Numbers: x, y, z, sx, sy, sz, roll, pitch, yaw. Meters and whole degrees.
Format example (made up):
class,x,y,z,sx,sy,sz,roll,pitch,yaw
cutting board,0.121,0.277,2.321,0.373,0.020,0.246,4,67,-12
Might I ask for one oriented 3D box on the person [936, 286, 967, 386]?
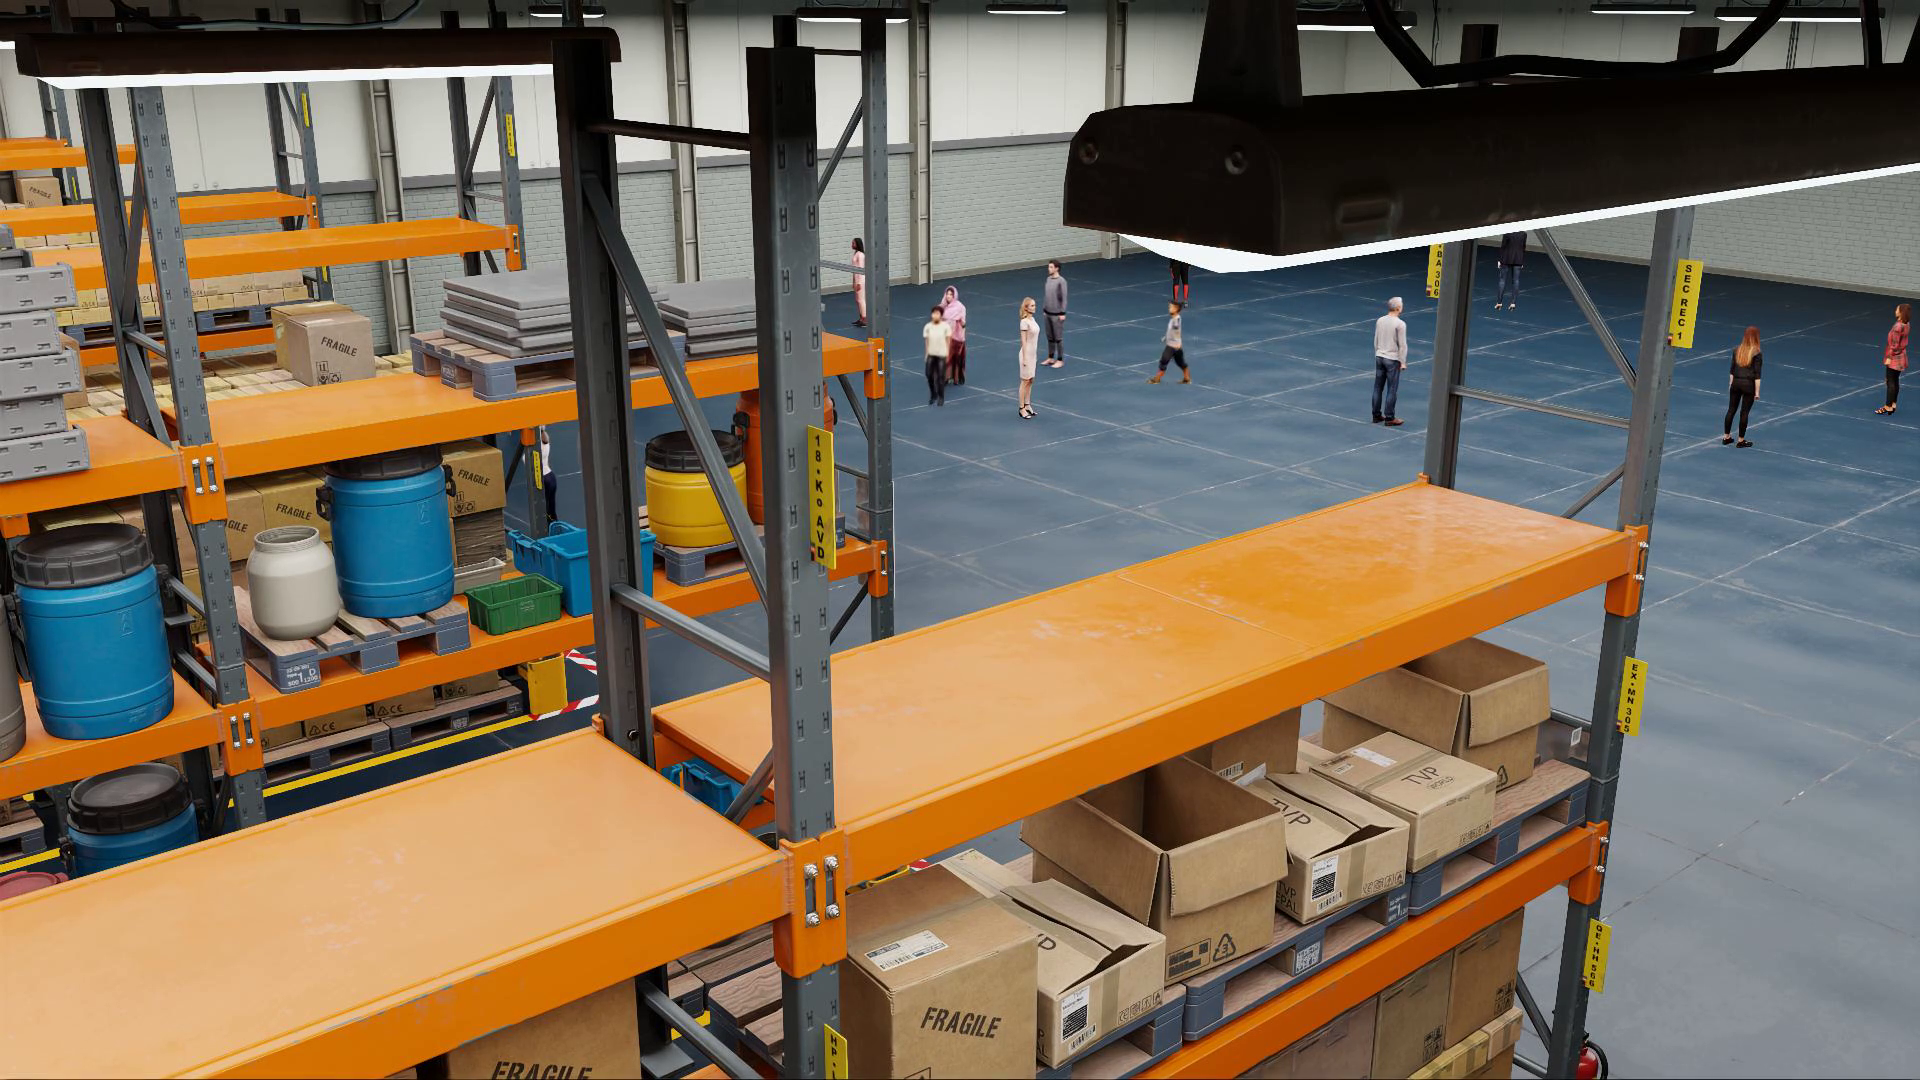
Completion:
class,x,y,z,sx,sy,sz,roll,pitch,yaw
person,-0.142,-3.369,27.376,0.760,1.637,0.809,3,18,8

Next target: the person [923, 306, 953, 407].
class,x,y,z,sx,sy,sz,roll,pitch,yaw
person,-0.337,-2.879,25.969,0.705,1.577,0.747,4,18,11

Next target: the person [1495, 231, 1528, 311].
class,x,y,z,sx,sy,sz,roll,pitch,yaw
person,10.143,-5.136,30.704,0.823,1.783,0.795,1,18,3

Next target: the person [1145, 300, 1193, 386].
class,x,y,z,sx,sy,sz,roll,pitch,yaw
person,3.602,-3.288,27.479,1.065,1.419,0.957,0,18,0

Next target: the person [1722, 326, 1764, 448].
class,x,y,z,sx,sy,sz,roll,pitch,yaw
person,11.115,-2.183,23.612,0.549,1.713,0.616,-12,21,-32

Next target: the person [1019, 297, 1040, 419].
class,x,y,z,sx,sy,sz,roll,pitch,yaw
person,1.022,-2.775,25.238,0.693,1.831,0.558,9,20,26

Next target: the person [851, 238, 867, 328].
class,x,y,z,sx,sy,sz,roll,pitch,yaw
person,-1.949,-5.005,32.269,0.644,1.718,0.670,-6,19,-17

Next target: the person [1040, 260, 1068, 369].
class,x,y,z,sx,sy,sz,roll,pitch,yaw
person,1.642,-3.937,28.789,0.545,1.843,0.701,-13,22,-34

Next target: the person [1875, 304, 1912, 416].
class,x,y,z,sx,sy,sz,roll,pitch,yaw
person,14.308,-2.774,25.442,0.694,1.703,0.515,17,24,41

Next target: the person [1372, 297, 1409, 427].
class,x,y,z,sx,sy,sz,roll,pitch,yaw
person,6.398,-2.672,24.795,0.647,1.911,0.749,-12,21,-32

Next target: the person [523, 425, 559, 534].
class,x,y,z,sx,sy,sz,roll,pitch,yaw
person,-4.673,-0.571,18.681,0.746,1.702,0.668,3,18,10
